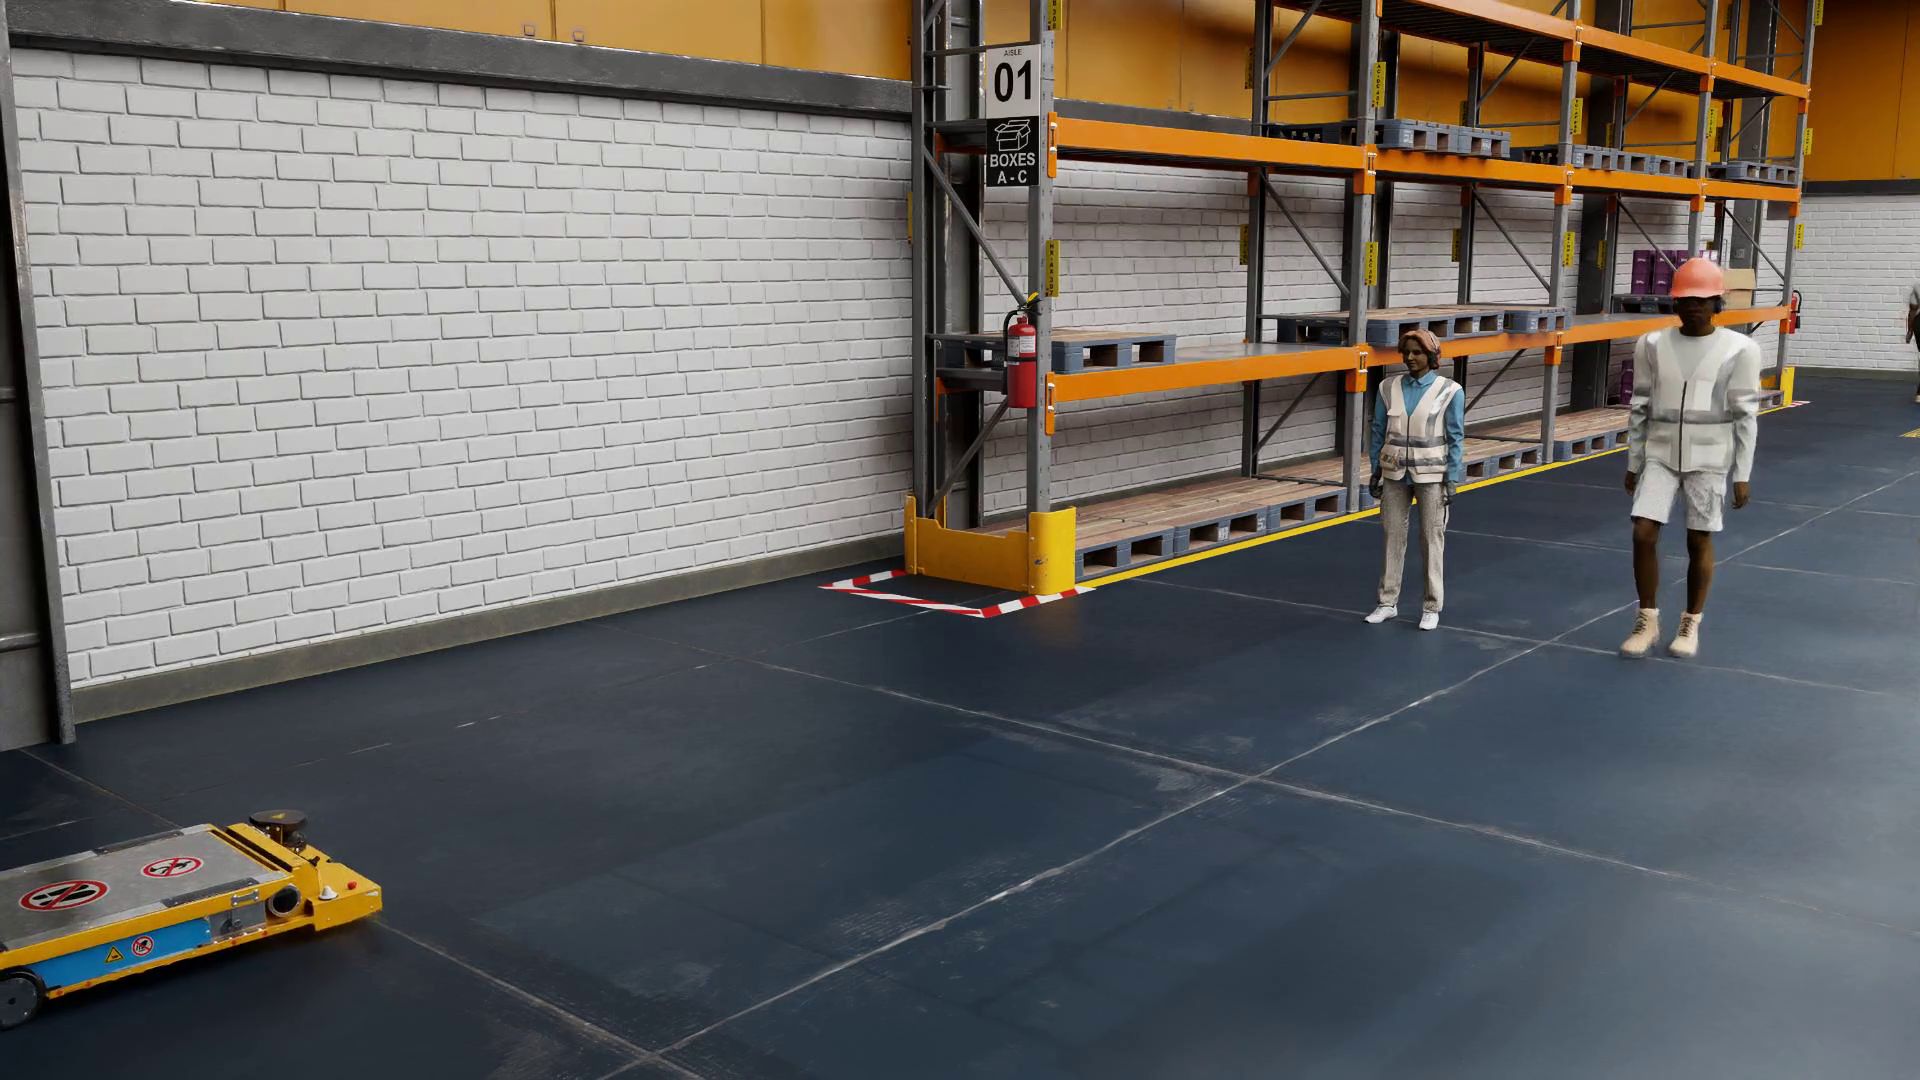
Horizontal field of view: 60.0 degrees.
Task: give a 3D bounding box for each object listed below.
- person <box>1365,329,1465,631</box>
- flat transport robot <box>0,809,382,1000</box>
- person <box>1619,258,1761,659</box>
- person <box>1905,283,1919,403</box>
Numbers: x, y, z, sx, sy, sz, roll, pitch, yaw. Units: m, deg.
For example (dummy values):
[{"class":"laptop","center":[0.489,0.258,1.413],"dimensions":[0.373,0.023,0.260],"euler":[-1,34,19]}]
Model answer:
[{"class":"person","center":[2.486,-0.330,9.102],"dimensions":[0.522,1.640,0.306],"euler":[7,12,36]},{"class":"flat transport robot","center":[-2.518,1.100,4.851],"dimensions":[1.431,0.197,0.652],"euler":[-10,14,-44]},{"class":"person","center":[3.611,-0.380,8.288],"dimensions":[0.630,2.018,0.692],"euler":[8,12,37]},{"class":"person","center":[13.177,-2.866,22.398],"dimensions":[1.014,2.000,0.709],"euler":[-7,12,-36]}]
